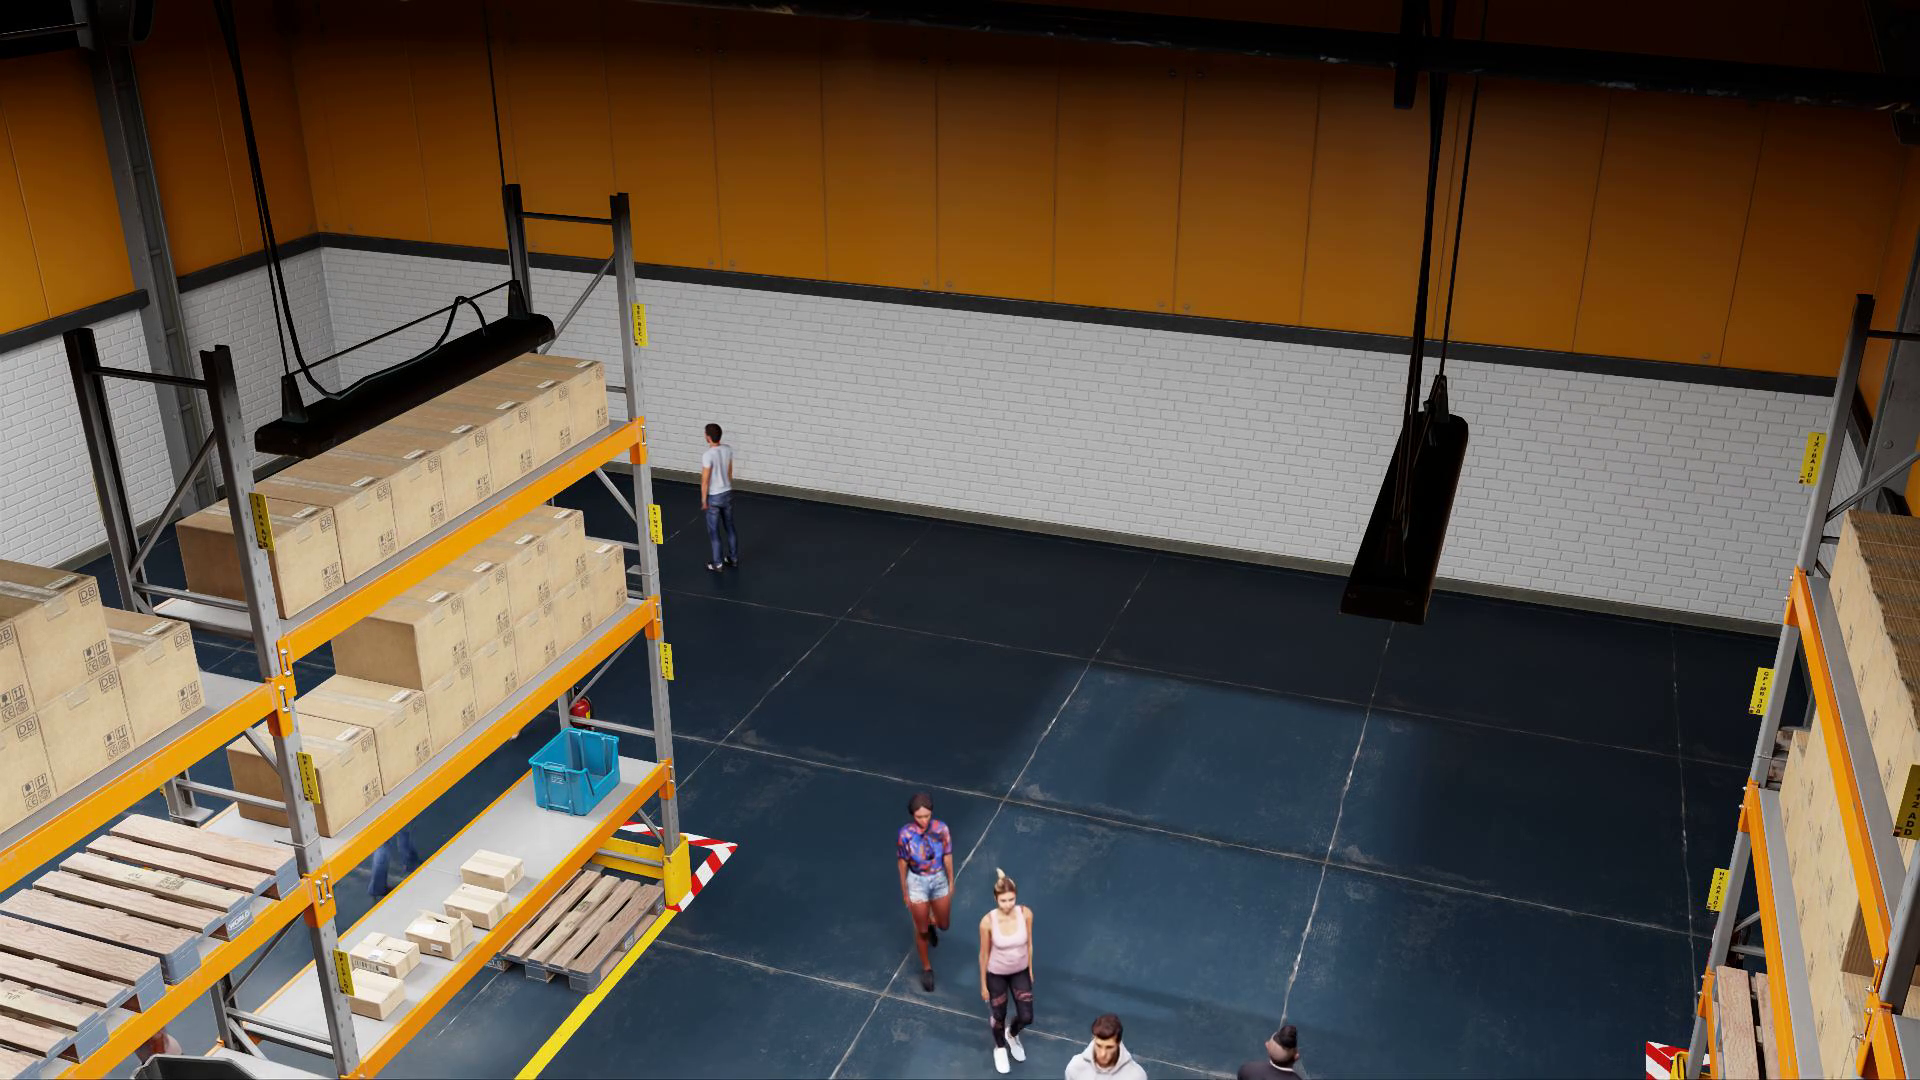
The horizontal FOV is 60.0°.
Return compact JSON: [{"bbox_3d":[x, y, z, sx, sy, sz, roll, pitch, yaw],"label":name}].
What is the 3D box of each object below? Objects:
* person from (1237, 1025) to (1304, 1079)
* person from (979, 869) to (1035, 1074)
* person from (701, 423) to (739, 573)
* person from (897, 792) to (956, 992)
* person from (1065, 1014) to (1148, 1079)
[{"bbox_3d":[1.892,3.763,10.206,0.820,1.948,0.780,17,29,33],"label":"person"},{"bbox_3d":[0.321,3.101,12.111,0.692,1.634,0.733,-6,24,-13],"label":"person"},{"bbox_3d":[-2.909,-0.533,20.135,0.756,1.867,0.614,20,31,38],"label":"person"},{"bbox_3d":[-0.280,2.668,12.983,0.851,1.729,0.952,-7,25,-16],"label":"person"},{"bbox_3d":[0.892,3.703,10.390,0.811,1.910,1.104,4,24,9],"label":"person"}]
